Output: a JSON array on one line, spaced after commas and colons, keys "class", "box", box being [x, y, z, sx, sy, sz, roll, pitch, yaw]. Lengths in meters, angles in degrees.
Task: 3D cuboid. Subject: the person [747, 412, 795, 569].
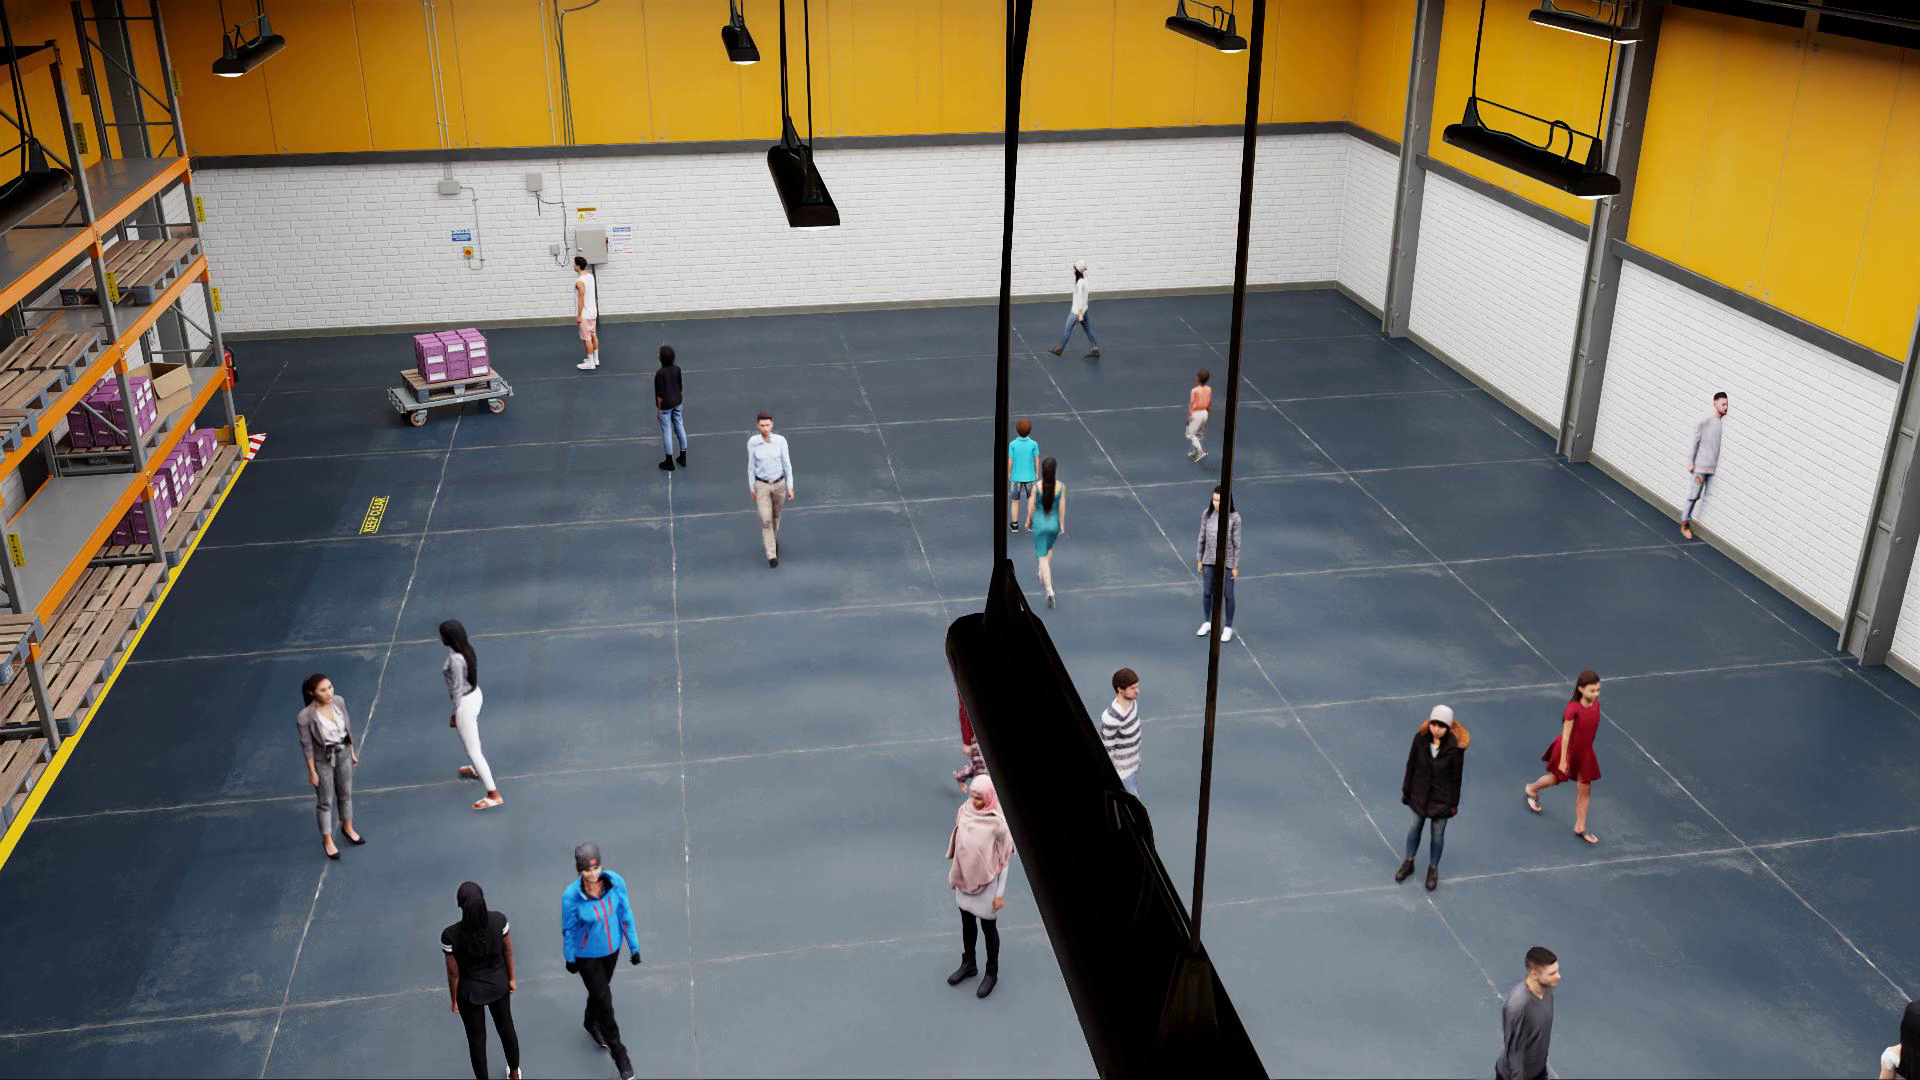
[{"class": "person", "box": [-2.220, -0.642, 19.490, 0.692, 1.802, 1.198, -5, 24, -12]}]

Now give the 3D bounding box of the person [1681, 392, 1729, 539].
[{"class": "person", "box": [9.046, -0.931, 20.107, 0.706, 1.837, 0.619, -1, 24, -3]}]

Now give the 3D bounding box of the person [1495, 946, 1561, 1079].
[{"class": "person", "box": [3.466, 3.309, 10.536, 1.028, 1.735, 1.199, -21, 31, -40]}]

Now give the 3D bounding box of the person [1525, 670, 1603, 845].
[{"class": "person", "box": [5.220, 1.782, 14.294, 0.724, 1.522, 1.103, -9, 25, -21]}]

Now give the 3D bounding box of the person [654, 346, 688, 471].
[{"class": "person", "box": [-3.873, -1.775, 22.209, 0.698, 1.701, 0.661, 21, 31, 40]}]

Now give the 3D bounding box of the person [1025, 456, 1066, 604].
[{"class": "person", "box": [0.961, -0.084, 18.411, 0.593, 1.644, 1.019, -5, 24, -12]}]

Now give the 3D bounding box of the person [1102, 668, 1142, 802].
[{"class": "person", "box": [1.239, 1.876, 13.712, 1.158, 1.816, 1.188, 11, 26, 24]}]

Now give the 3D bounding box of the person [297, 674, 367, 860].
[{"class": "person", "box": [-5.269, 1.861, 13.920, 0.781, 1.677, 0.714, 14, 27, 29]}]

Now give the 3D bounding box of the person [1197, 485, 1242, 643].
[{"class": "person", "box": [2.755, 0.216, 17.616, 0.702, 1.731, 0.729, 11, 26, 24]}]

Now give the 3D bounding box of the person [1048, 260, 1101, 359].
[{"class": "person", "box": [1.995, -3.659, 26.644, 0.984, 1.600, 1.117, 7, 25, 15]}]

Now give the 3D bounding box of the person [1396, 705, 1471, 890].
[{"class": "person", "box": [3.834, 2.063, 13.510, 0.744, 1.635, 0.793, 13, 27, 27]}]

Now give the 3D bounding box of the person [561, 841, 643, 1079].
[{"class": "person", "box": [-2.556, 2.829, 11.589, 0.938, 1.771, 1.163, -17, 29, -34]}]

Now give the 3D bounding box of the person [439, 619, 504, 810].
[{"class": "person", "box": [-4.377, 1.481, 14.769, 0.973, 1.694, 0.691, -2, 24, -5]}]

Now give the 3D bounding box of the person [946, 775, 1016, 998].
[{"class": "person", "box": [0.144, 2.522, 12.249, 0.736, 1.805, 0.799, 16, 28, 33]}]

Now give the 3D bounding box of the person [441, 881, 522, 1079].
[{"class": "person", "box": [-3.209, 3.024, 11.195, 0.698, 1.729, 0.710, -15, 28, -31]}]

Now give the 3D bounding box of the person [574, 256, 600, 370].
[{"class": "person", "box": [-5.896, -3.597, 26.266, 0.771, 1.789, 0.633, 4, 24, 10]}]

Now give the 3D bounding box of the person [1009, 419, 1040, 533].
[{"class": "person", "box": [0.775, -0.796, 20.285, 0.548, 1.448, 0.524, 0, 24, -1]}]

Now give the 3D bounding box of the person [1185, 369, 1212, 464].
[{"class": "person", "box": [3.246, -1.660, 22.438, 0.607, 1.306, 0.748, -11, 26, -24]}]
